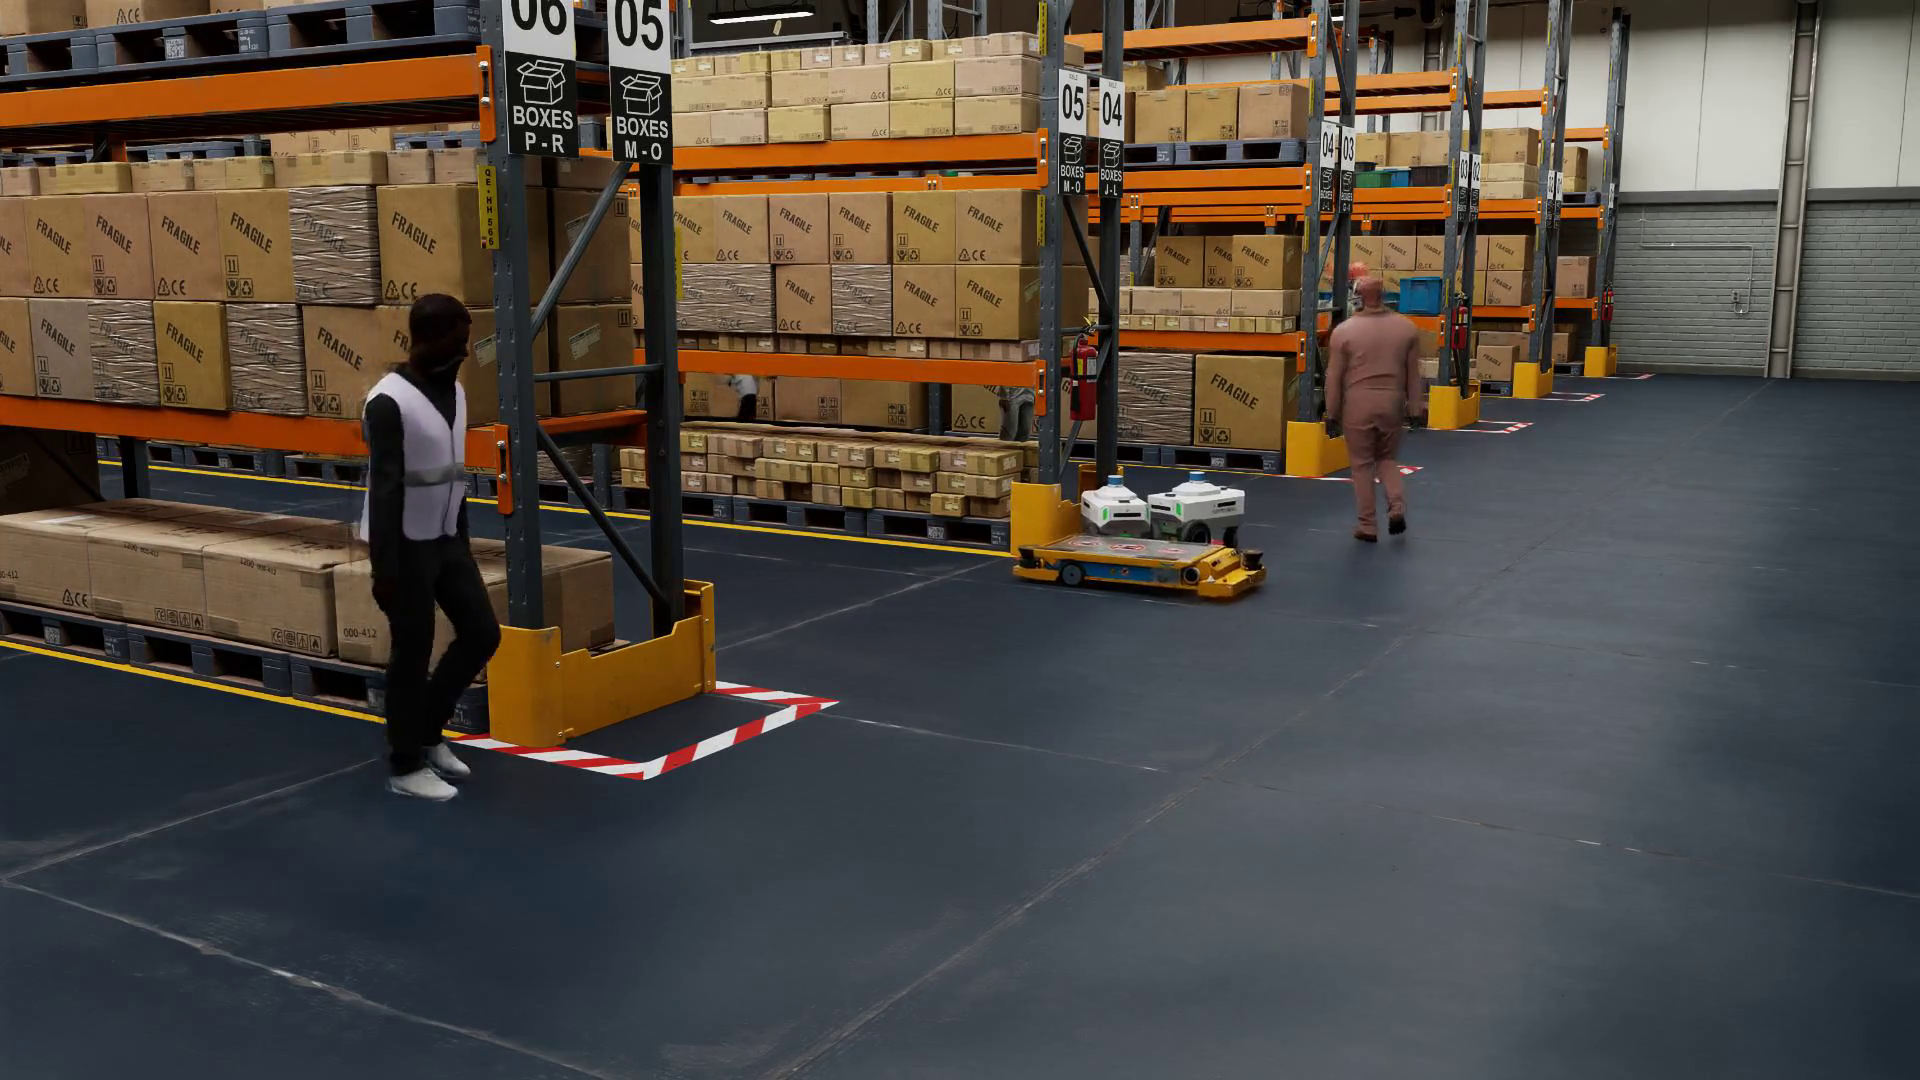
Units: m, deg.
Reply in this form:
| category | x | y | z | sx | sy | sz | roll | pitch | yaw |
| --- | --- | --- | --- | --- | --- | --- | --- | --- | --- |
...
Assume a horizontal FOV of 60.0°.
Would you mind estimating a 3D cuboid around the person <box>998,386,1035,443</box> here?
| category | x | y | z | sx | sy | sz | roll | pitch | yaw |
| --- | --- | --- | --- | --- | --- | --- | --- | --- | --- |
| person | 0.510 | -1.224 | 14.022 | 0.308 | 1.742 | 0.494 | 7 | 12 | 37 |

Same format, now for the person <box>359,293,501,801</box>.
| category | x | y | z | sx | sy | sz | roll | pitch | yaw |
| --- | --- | --- | --- | --- | --- | --- | --- | --- | --- |
| person | -2.001 | 0.034 | 6.215 | 0.458 | 1.887 | 0.722 | 2 | 10 | 11 |

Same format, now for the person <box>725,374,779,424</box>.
| category | x | y | z | sx | sy | sz | roll | pitch | yaw |
| --- | --- | --- | --- | --- | --- | --- | --- | --- | --- |
| person | -2.112 | -1.721 | 17.163 | 0.758 | 1.665 | 0.540 | 7 | 12 | 34 |

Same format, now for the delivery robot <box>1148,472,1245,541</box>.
| category | x | y | z | sx | sy | sz | roll | pitch | yaw |
| --- | --- | --- | --- | --- | --- | --- | --- | --- | --- |
| delivery robot | 1.617 | -0.224 | 11.365 | 0.707 | 0.478 | 0.477 | -8 | 13 | -39 |

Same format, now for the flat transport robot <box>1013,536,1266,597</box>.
| category | x | y | z | sx | sy | sz | roll | pitch | yaw |
| --- | --- | --- | --- | --- | --- | --- | --- | --- | --- |
| flat transport robot | 1.112 | 0.142 | 10.326 | 1.431 | 0.197 | 0.652 | 5 | 11 | 27 |

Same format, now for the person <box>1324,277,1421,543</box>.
| category | x | y | z | sx | sy | sz | roll | pitch | yaw |
| --- | --- | --- | --- | --- | --- | --- | --- | --- | --- |
| person | 2.906 | -0.920 | 11.829 | 0.669 | 1.881 | 0.431 | -2 | 10 | -10 |

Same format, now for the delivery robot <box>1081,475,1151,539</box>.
| category | x | y | z | sx | sy | sz | roll | pitch | yaw |
| --- | --- | --- | --- | --- | --- | --- | --- | --- | --- |
| delivery robot | 1.040 | -0.192 | 11.176 | 0.477 | 0.478 | 0.707 | -1 | 10 | -8 |

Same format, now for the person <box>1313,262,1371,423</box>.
| category | x | y | z | sx | sy | sz | roll | pitch | yaw |
| --- | --- | --- | --- | --- | --- | --- | --- | --- | --- |
| person | 4.318 | -2.121 | 18.626 | 0.888 | 1.971 | 0.604 | 6 | 11 | 32 |
